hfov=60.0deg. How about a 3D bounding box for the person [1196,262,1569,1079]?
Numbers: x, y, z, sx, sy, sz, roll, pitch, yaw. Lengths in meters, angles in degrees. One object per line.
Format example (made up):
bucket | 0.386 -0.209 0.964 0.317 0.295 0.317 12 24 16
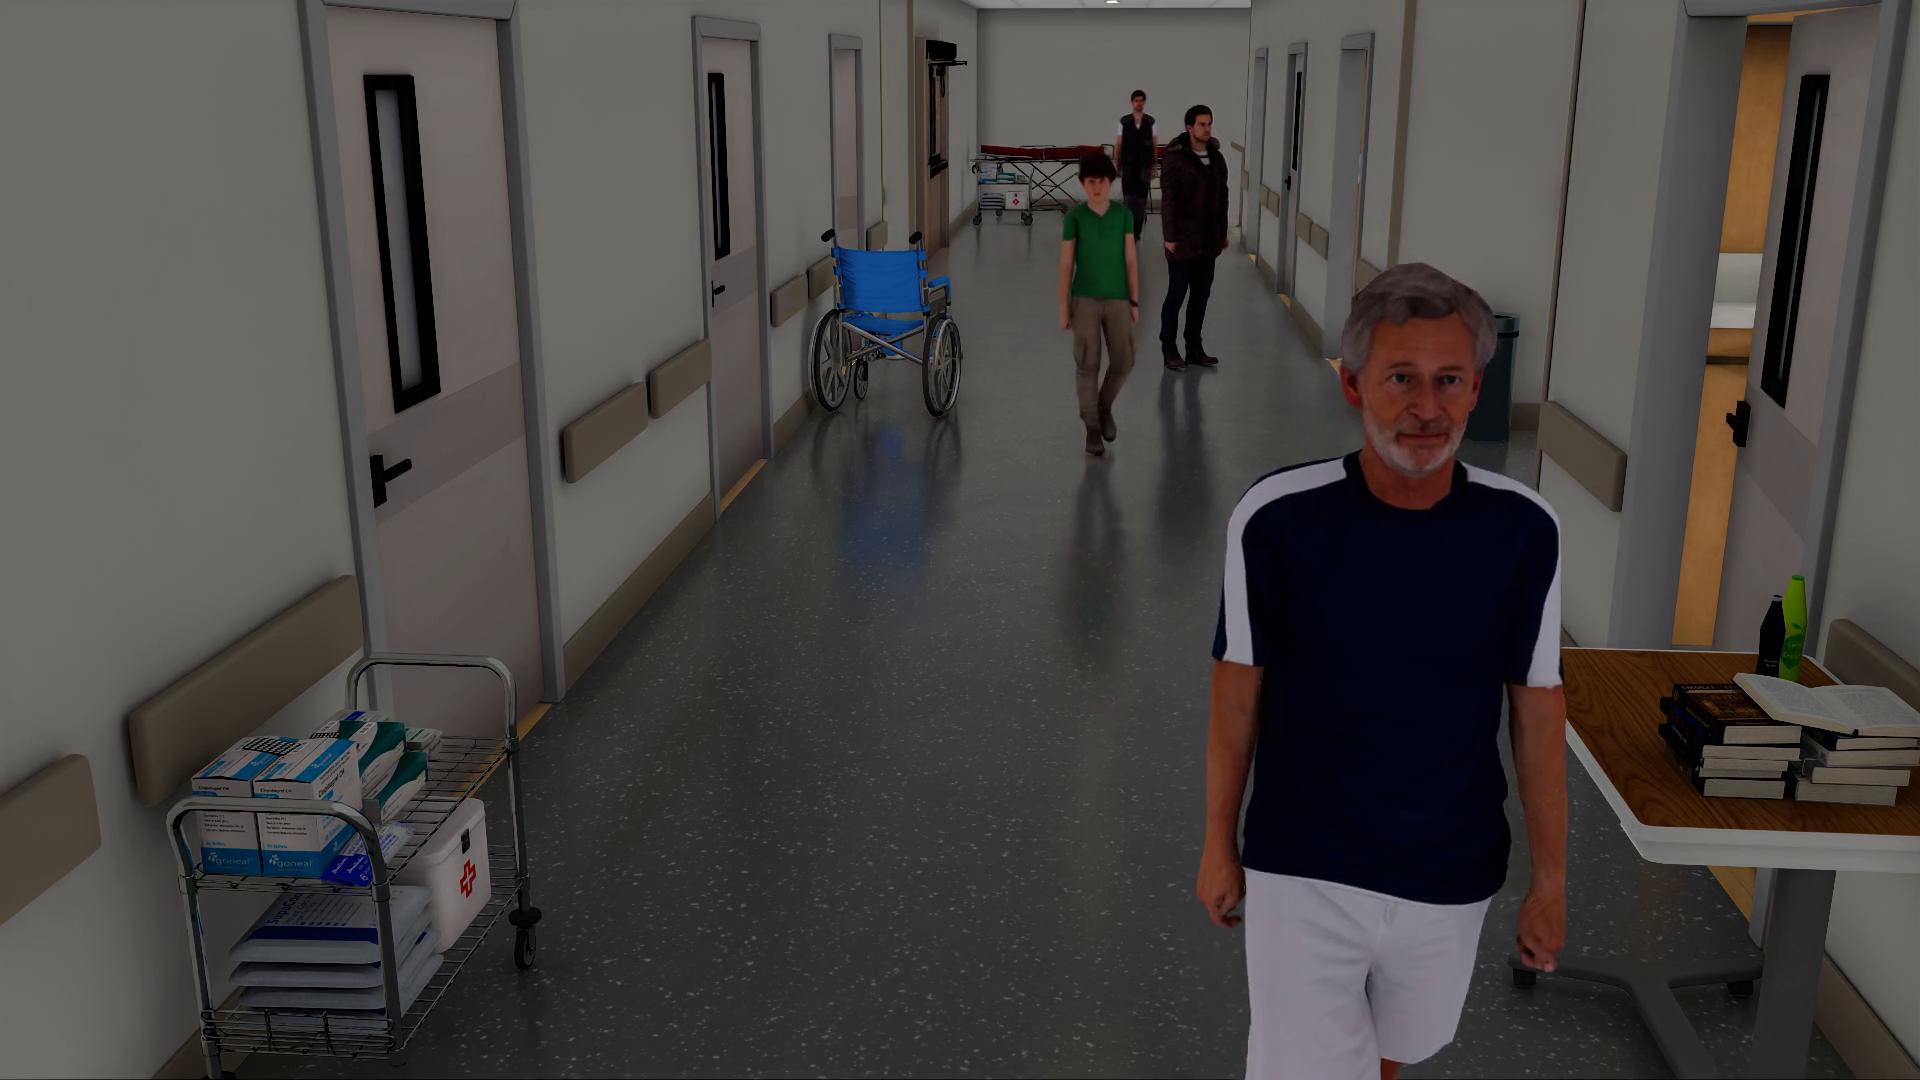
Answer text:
person | 0.622 0.478 2.607 0.727 1.801 1.103 0 16 0

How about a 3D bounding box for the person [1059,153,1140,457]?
person | 0.764 -1.316 9.260 0.668 1.645 0.772 -1 16 -5

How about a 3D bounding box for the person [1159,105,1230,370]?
person | 1.662 -2.168 11.910 0.873 1.848 0.907 -10 19 -32

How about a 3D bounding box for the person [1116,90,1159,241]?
person | 2.196 -4.667 20.798 0.741 1.835 0.898 -1 16 -2
